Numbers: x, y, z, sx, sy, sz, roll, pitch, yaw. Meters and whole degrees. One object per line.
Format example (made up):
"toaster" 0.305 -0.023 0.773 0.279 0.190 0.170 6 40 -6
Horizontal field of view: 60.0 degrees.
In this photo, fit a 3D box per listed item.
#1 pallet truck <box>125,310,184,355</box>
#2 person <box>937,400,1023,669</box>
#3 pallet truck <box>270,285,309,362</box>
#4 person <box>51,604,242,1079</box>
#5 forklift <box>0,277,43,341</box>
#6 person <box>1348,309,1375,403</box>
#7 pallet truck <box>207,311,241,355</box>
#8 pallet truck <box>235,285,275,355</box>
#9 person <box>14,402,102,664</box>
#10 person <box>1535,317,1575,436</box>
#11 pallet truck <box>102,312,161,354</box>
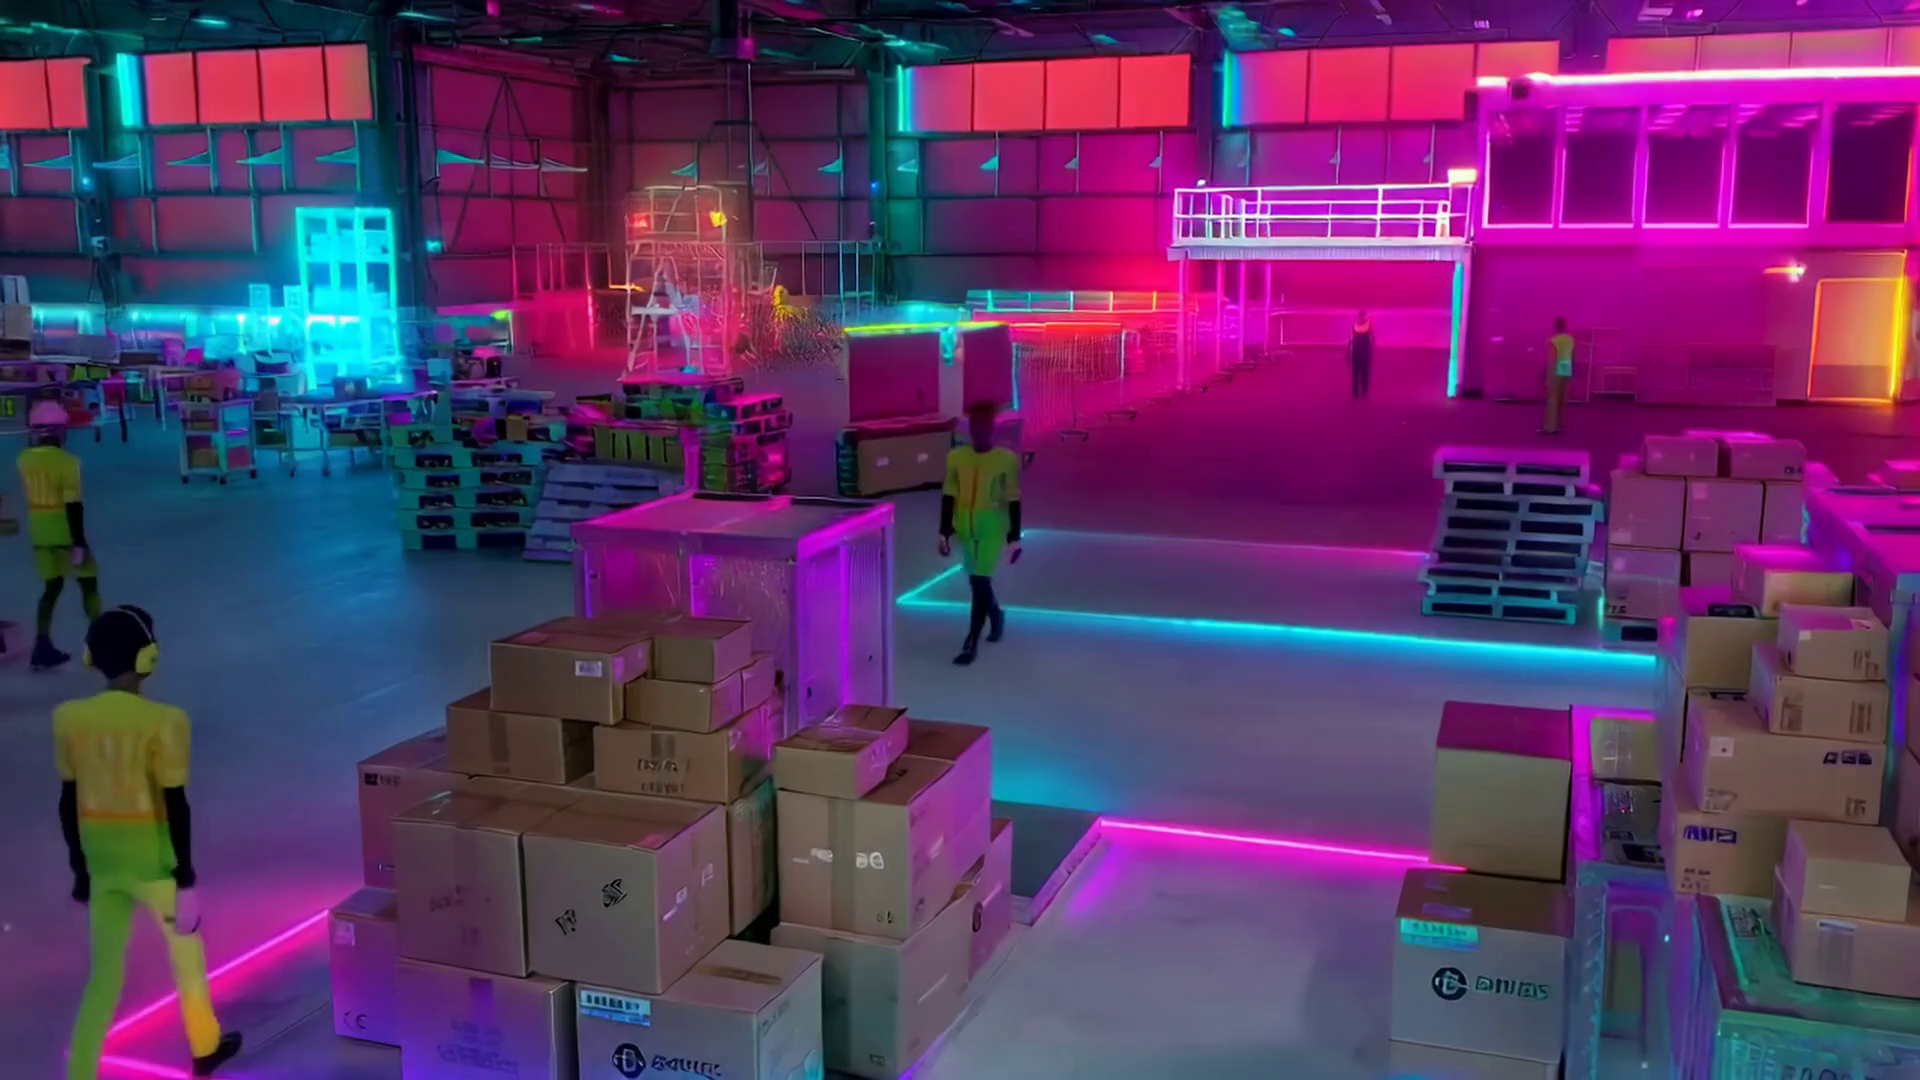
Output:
"pallet truck" -22.038 -5.665 45.457 0.704 1.261 1.522 3 11 17
"person" 0.167 -0.086 12.274 0.617 1.929 0.988 5 11 28
"pallet truck" -17.147 -5.700 43.663 0.823 1.965 1.885 3 11 17
"person" -2.854 1.130 5.699 0.536 1.830 0.959 1 10 3
"forklift" -27.151 -6.329 46.328 1.157 1.987 2.680 3 11 17
"person" 7.794 -3.584 32.281 0.519 1.818 0.864 3 11 18
"pallet truck" -19.537 -5.575 44.913 0.653 1.274 1.630 3 11 19
"pallet truck" -18.327 -5.835 44.421 0.823 1.965 1.885 4 11 23
"person" -6.558 -0.045 12.061 0.559 1.904 0.648 3 10 14
"person" 9.485 -2.585 26.411 0.632 1.893 0.521 -8 13 -38
"pallet truck" -23.057 -5.777 46.261 0.680 1.201 1.601 3 11 19
